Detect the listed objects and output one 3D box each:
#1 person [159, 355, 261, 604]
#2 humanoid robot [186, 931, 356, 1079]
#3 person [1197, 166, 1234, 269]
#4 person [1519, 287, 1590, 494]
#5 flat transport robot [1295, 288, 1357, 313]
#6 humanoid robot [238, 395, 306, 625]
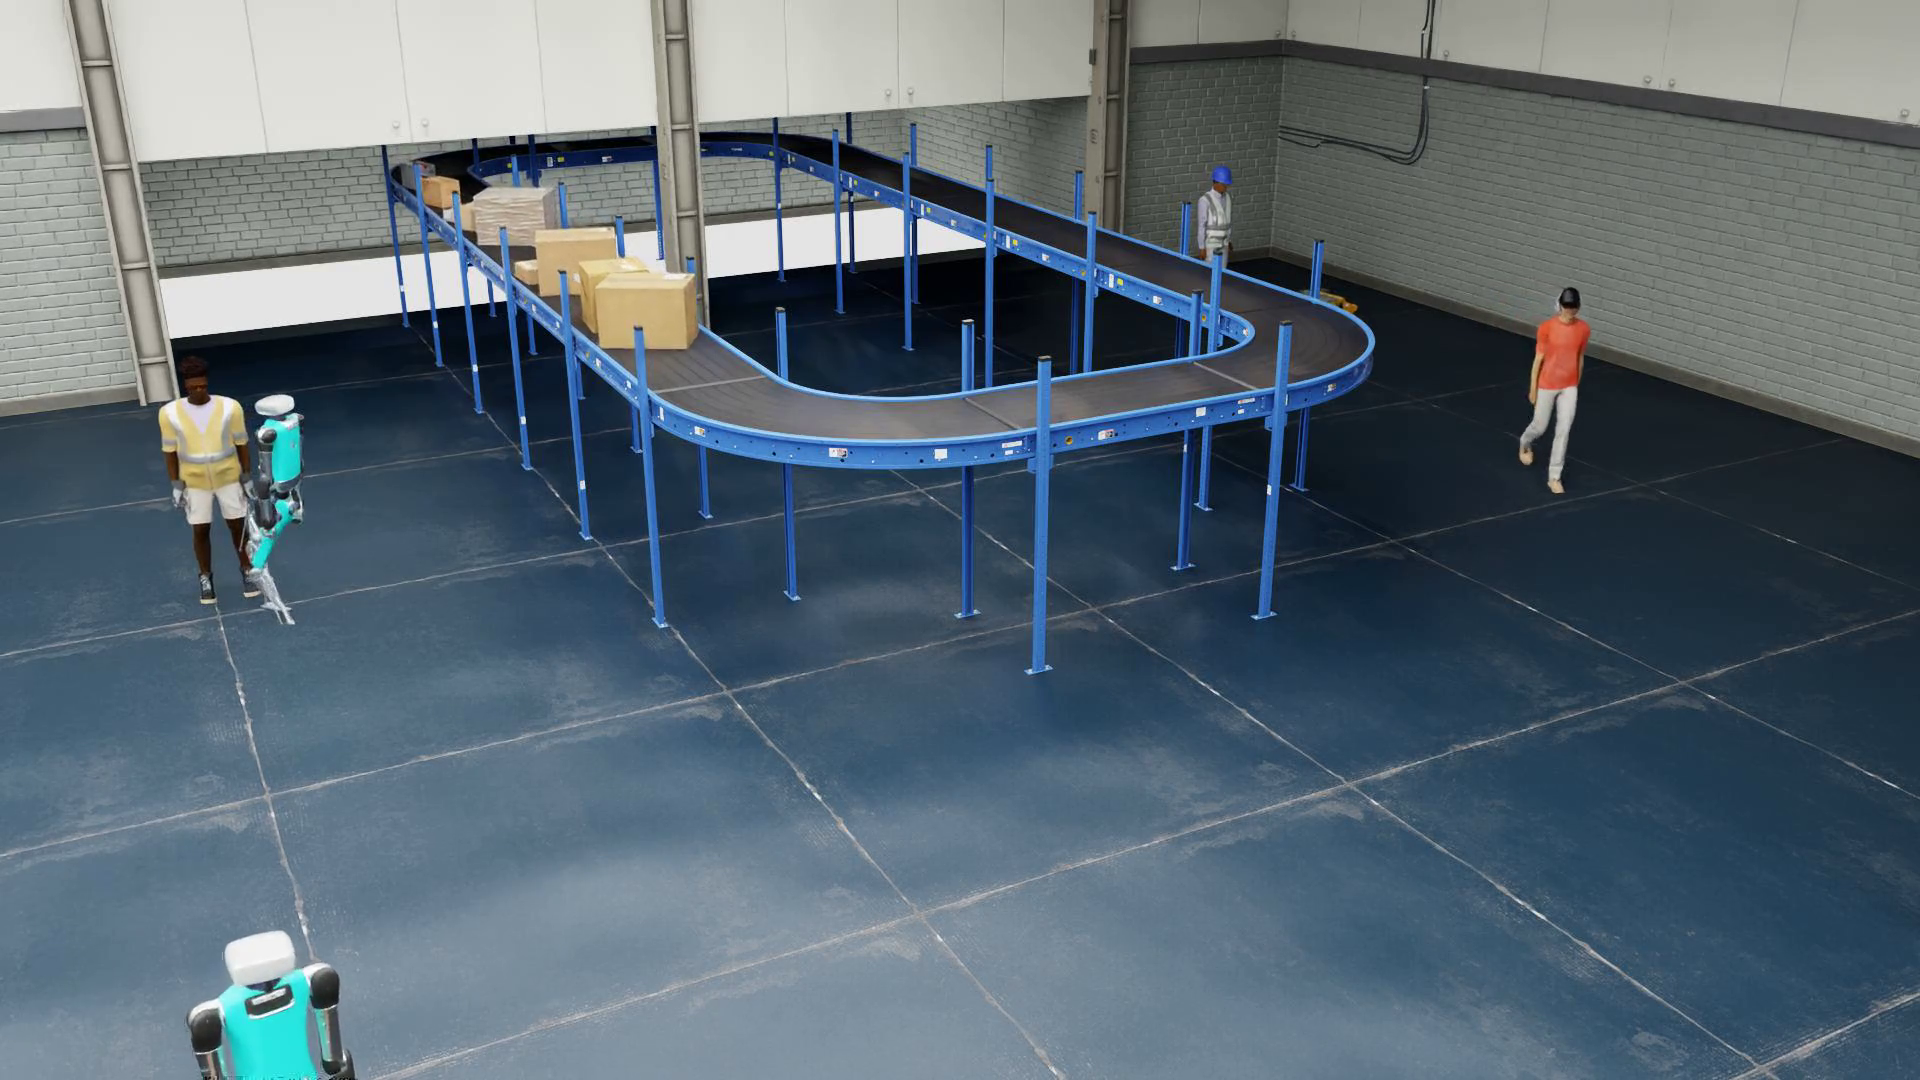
[{"bbox_3d":[-5.754,-0.470,12.786,0.605,1.960,0.364,-9,24,-21],"label":"person"},{"bbox_3d":[-2.381,2.381,6.121,0.550,1.835,0.776,-17,28,-37],"label":"humanoid robot"},{"bbox_3d":[3.207,-3.727,20.874,0.616,1.935,0.414,-19,29,-39],"label":"person"},{"bbox_3d":[5.449,-1.425,15.253,0.474,1.887,0.774,0,22,0],"label":"person"},{"bbox_3d":[4.328,-2.962,21.196,1.431,0.231,0.659,-15,26,-32],"label":"flat transport robot"},{"bbox_3d":[-5.238,-0.213,12.482,0.749,1.807,0.550,3,22,8],"label":"humanoid robot"}]
